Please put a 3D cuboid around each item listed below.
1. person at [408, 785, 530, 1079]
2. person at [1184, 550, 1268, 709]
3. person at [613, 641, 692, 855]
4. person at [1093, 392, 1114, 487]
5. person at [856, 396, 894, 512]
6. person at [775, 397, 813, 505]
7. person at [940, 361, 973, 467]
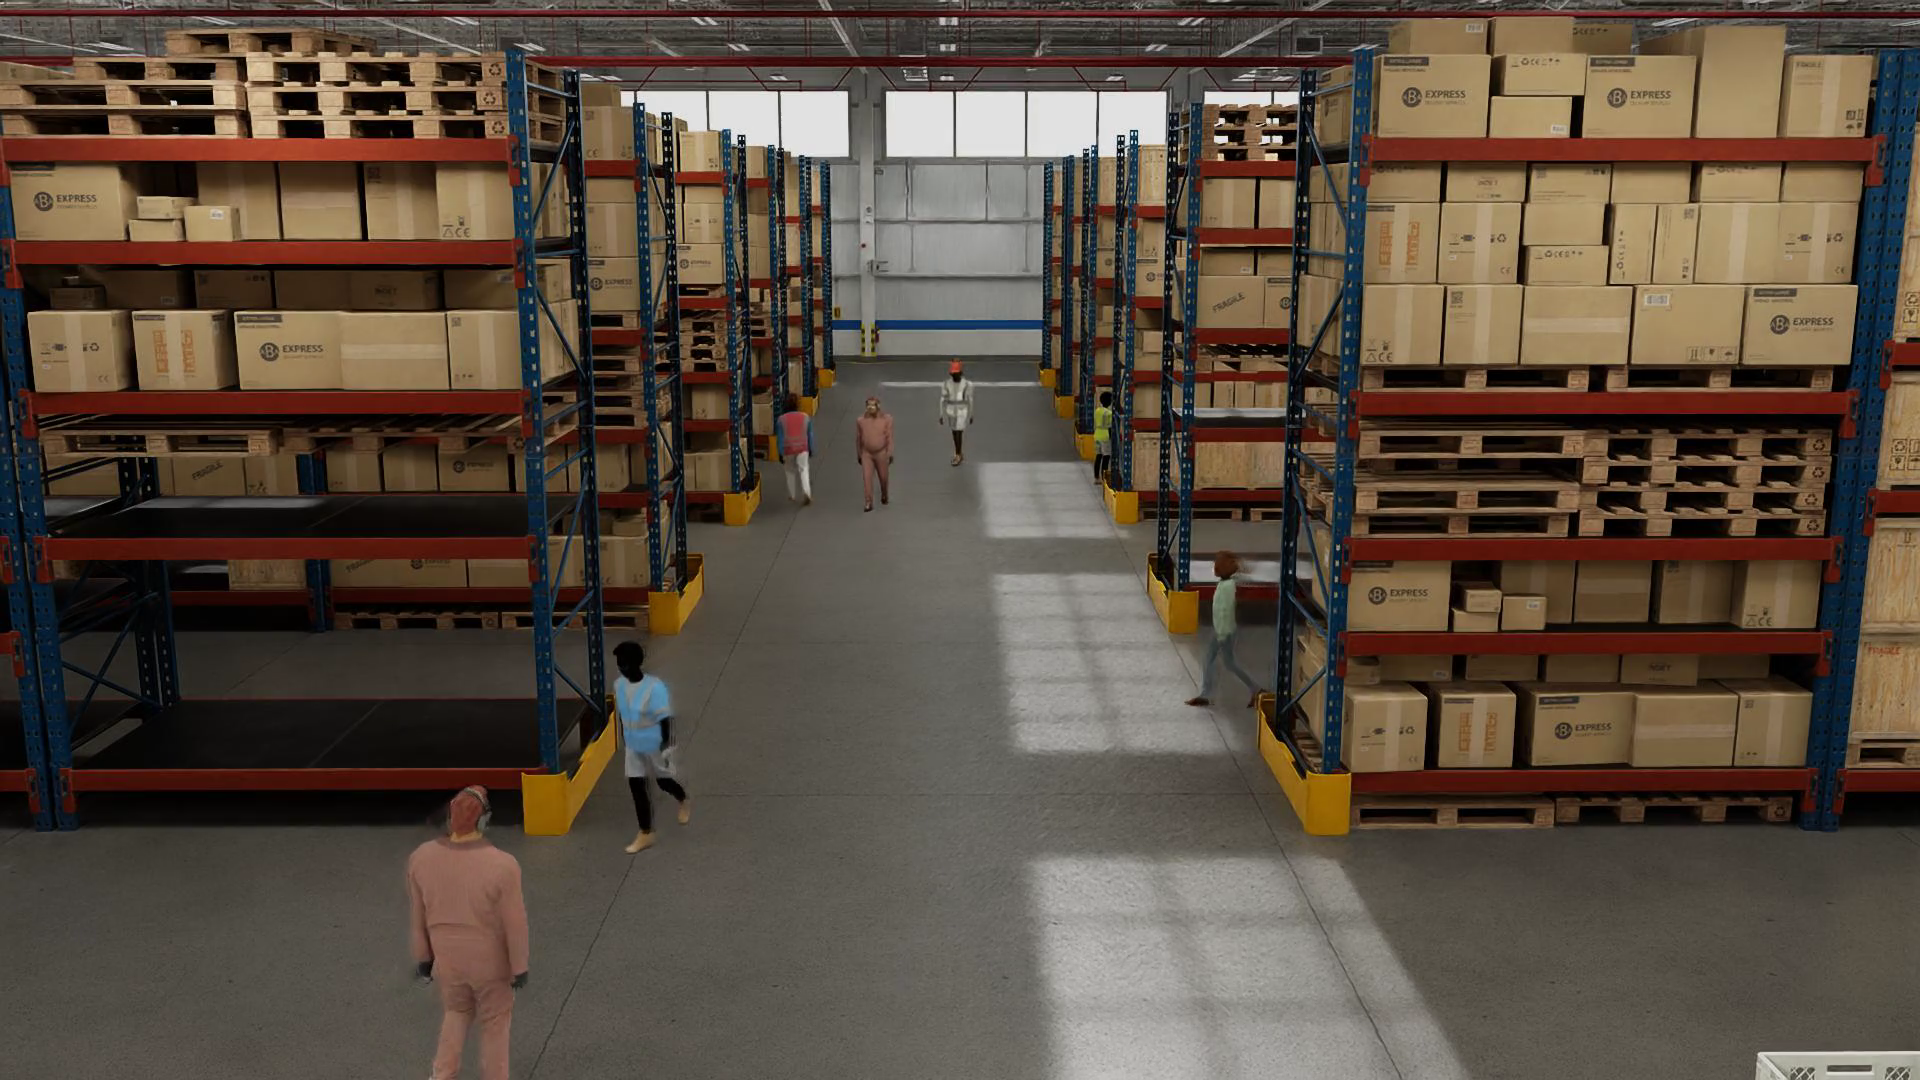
[{"bbox_3d":[-2.641,2.254,8.994,0.660,1.886,0.547,2,12,12],"label":"person"},{"bbox_3d":[2.663,0.892,16.452,0.770,1.602,0.507,1,11,3],"label":"person"},{"bbox_3d":[-2.397,1.565,13.002,0.569,1.662,0.732,6,13,29],"label":"person"},{"bbox_3d":[2.562,-1.789,29.535,0.319,1.690,0.529,-6,13,-26],"label":"person"},{"bbox_3d":[-1.391,-1.440,27.323,0.657,1.882,0.743,1,11,5],"label":"person"},{"bbox_3d":[-2.760,-1.486,27.779,0.658,1.803,0.860,-3,12,-16],"label":"person"},{"bbox_3d":[-0.052,-2.461,32.094,0.624,2.013,1.002,3,12,12],"label":"person"}]
